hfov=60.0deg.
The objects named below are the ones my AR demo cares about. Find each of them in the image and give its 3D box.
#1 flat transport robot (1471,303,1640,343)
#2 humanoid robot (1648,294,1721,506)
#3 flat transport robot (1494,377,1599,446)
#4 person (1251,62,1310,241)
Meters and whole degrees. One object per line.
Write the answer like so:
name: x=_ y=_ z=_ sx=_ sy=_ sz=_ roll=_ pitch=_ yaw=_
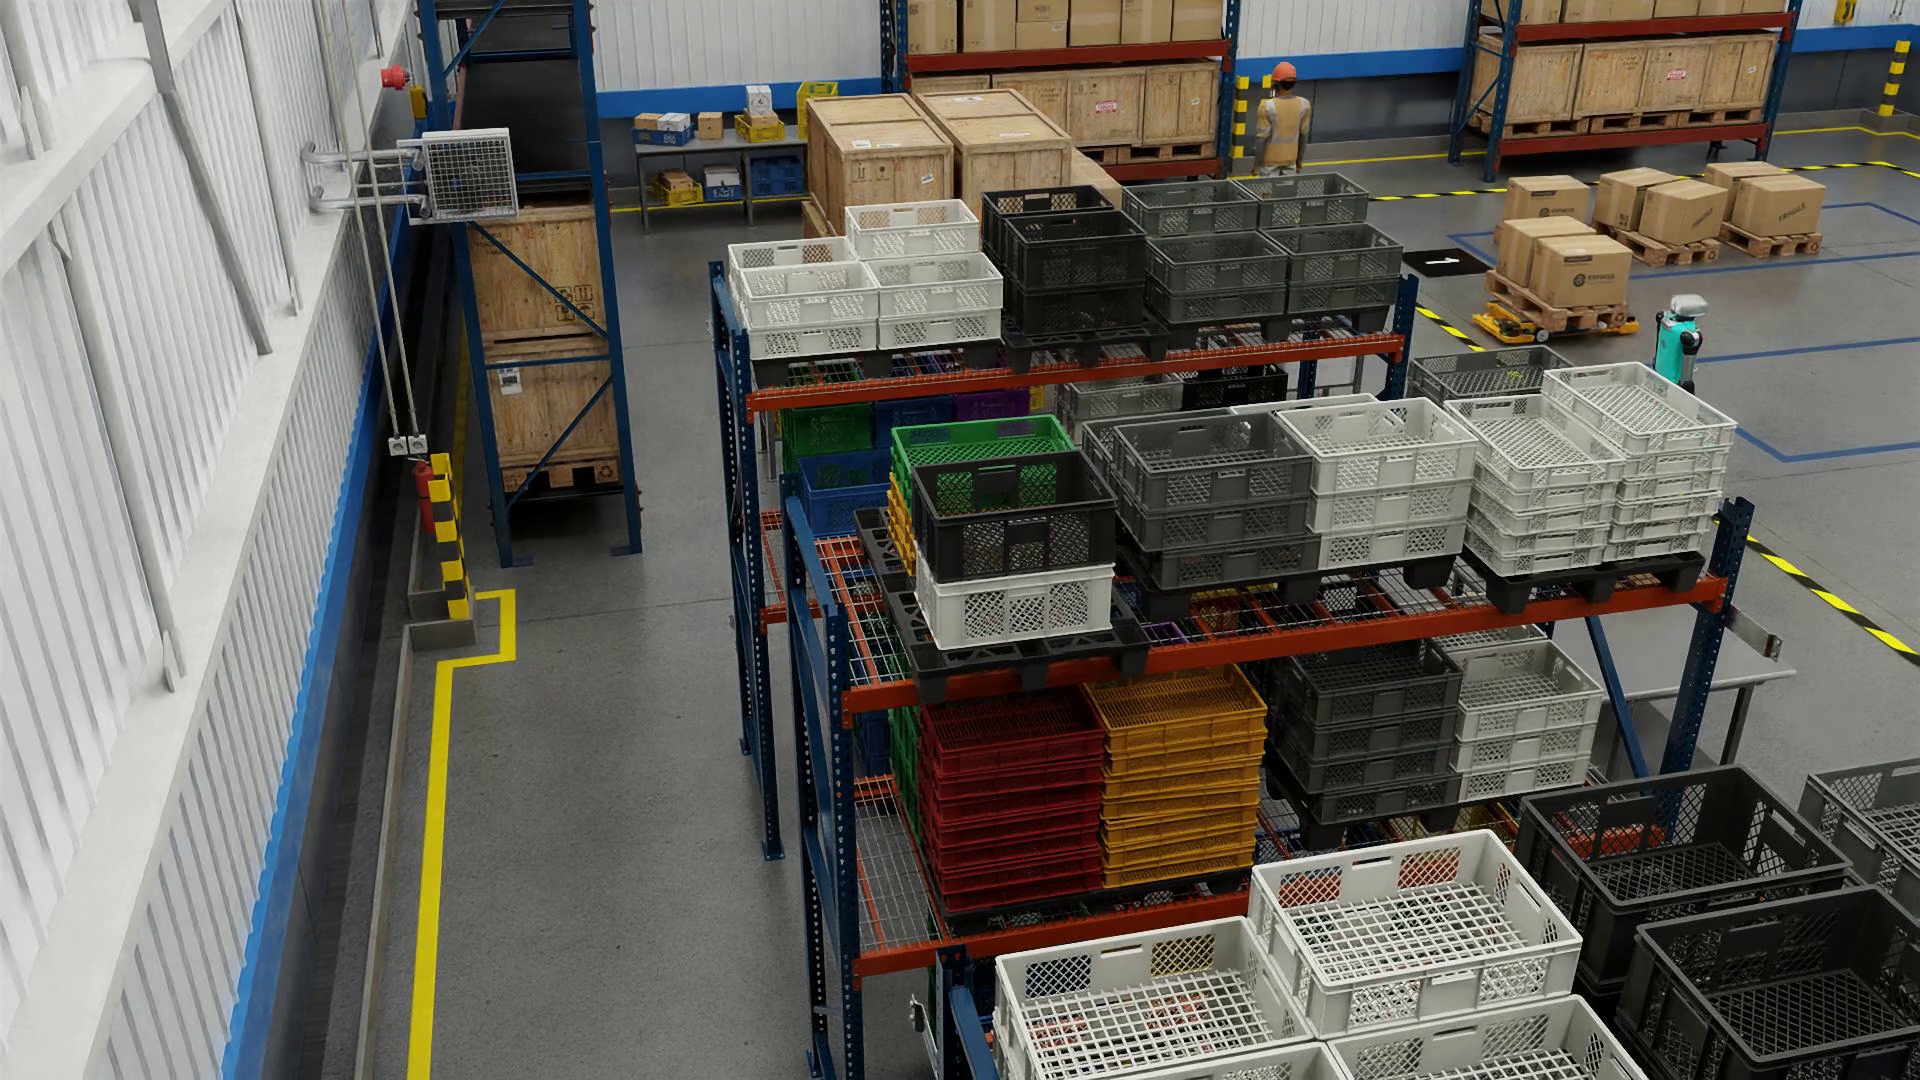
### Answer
flat transport robot: x=5.777 y=-2.164 z=16.122 sx=1.431 sy=0.197 sz=0.652 roll=-6 pitch=28 yaw=-12
humanoid robot: x=5.404 y=-1.000 z=12.227 sx=0.735 sy=1.675 sz=0.533 roll=-2 pitch=28 yaw=-3
flat transport robot: x=4.780 y=-1.036 z=14.013 sx=0.659 sy=0.231 sz=1.431 roll=-6 pitch=28 yaw=-12
person: x=3.433 y=-4.123 z=17.971 sx=0.613 sy=2.041 sz=0.375 roll=-9 pitch=29 yaw=-16
